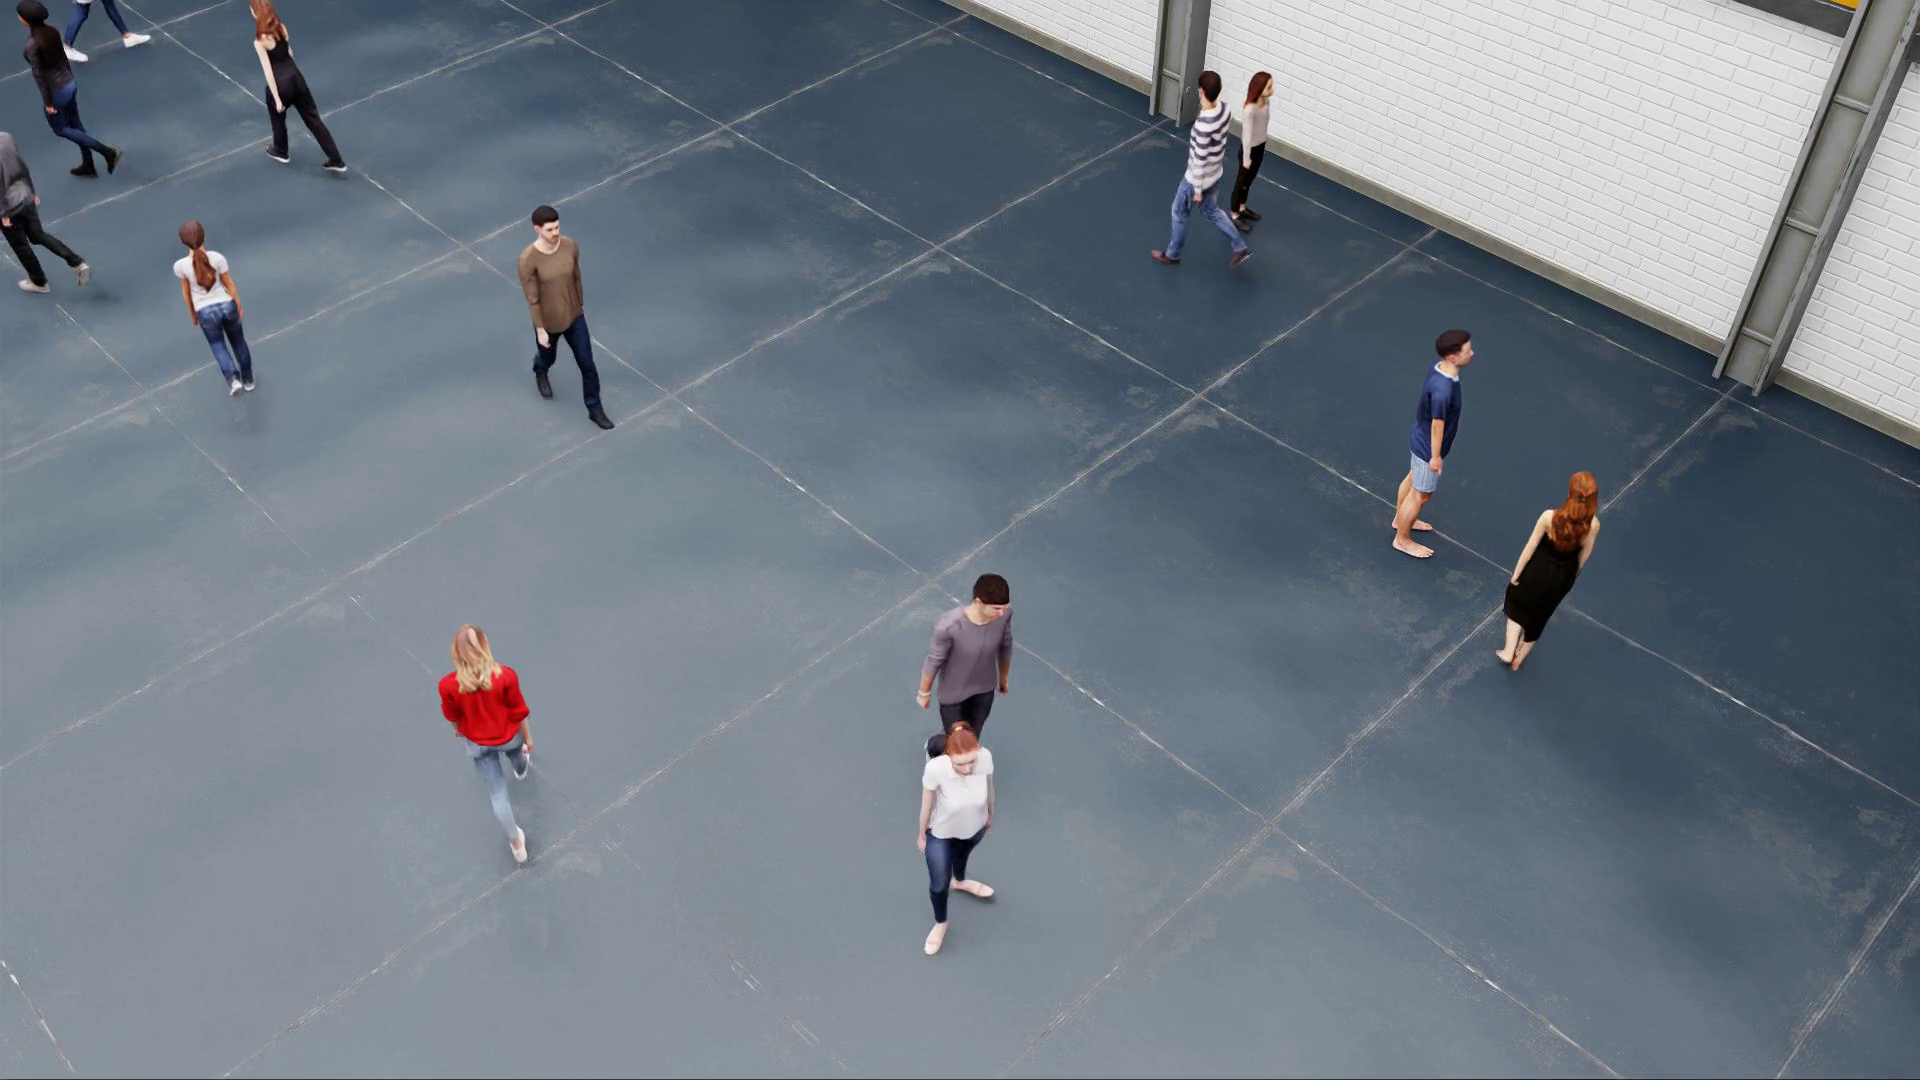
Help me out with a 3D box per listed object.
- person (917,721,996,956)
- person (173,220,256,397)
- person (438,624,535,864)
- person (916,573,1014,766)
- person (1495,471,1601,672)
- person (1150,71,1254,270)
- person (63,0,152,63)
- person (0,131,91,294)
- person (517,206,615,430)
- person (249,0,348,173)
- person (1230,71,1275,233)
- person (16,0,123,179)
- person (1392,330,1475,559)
[{"bbox_3d":[-0.020,1.556,9.265,0.806,1.721,0.804,-24,49,-23],"label":"person"},{"bbox_3d":[-5.742,-1.745,12.856,0.688,1.547,0.822,-17,46,-17],"label":"person"},{"bbox_3d":[-2.706,1.224,9.658,0.987,1.659,1.184,-11,45,-11],"label":"person"},{"bbox_3d":[0.004,0.805,9.980,0.854,1.822,0.830,-16,46,-17],"label":"person"},{"bbox_3d":[3.786,0.294,10.674,0.715,1.605,0.789,3,44,3],"label":"person"},{"bbox_3d":[2.151,-3.049,14.032,1.155,1.813,0.785,25,49,24],"label":"person"},{"bbox_3d":[-8.989,-5.680,16.848,0.876,1.738,1.133,-22,48,-21],"label":"person"},{"bbox_3d":[-7.770,-2.768,13.787,1.056,1.744,0.917,9,44,9],"label":"person"},{"bbox_3d":[-3.096,-1.719,12.606,0.757,1.854,1.187,-27,50,-26],"label":"person"},{"bbox_3d":[-6.084,-4.126,15.245,1.210,1.699,0.868,17,46,17],"label":"person"},{"bbox_3d":[2.572,-3.454,14.695,0.551,1.484,0.589,23,48,22],"label":"person"},{"bbox_3d":[-8.115,-4.064,15.152,0.972,1.737,0.890,5,44,5],"label":"person"},{"bbox_3d":[3.264,-0.692,11.527,0.732,1.855,0.710,9,44,9],"label":"person"}]
